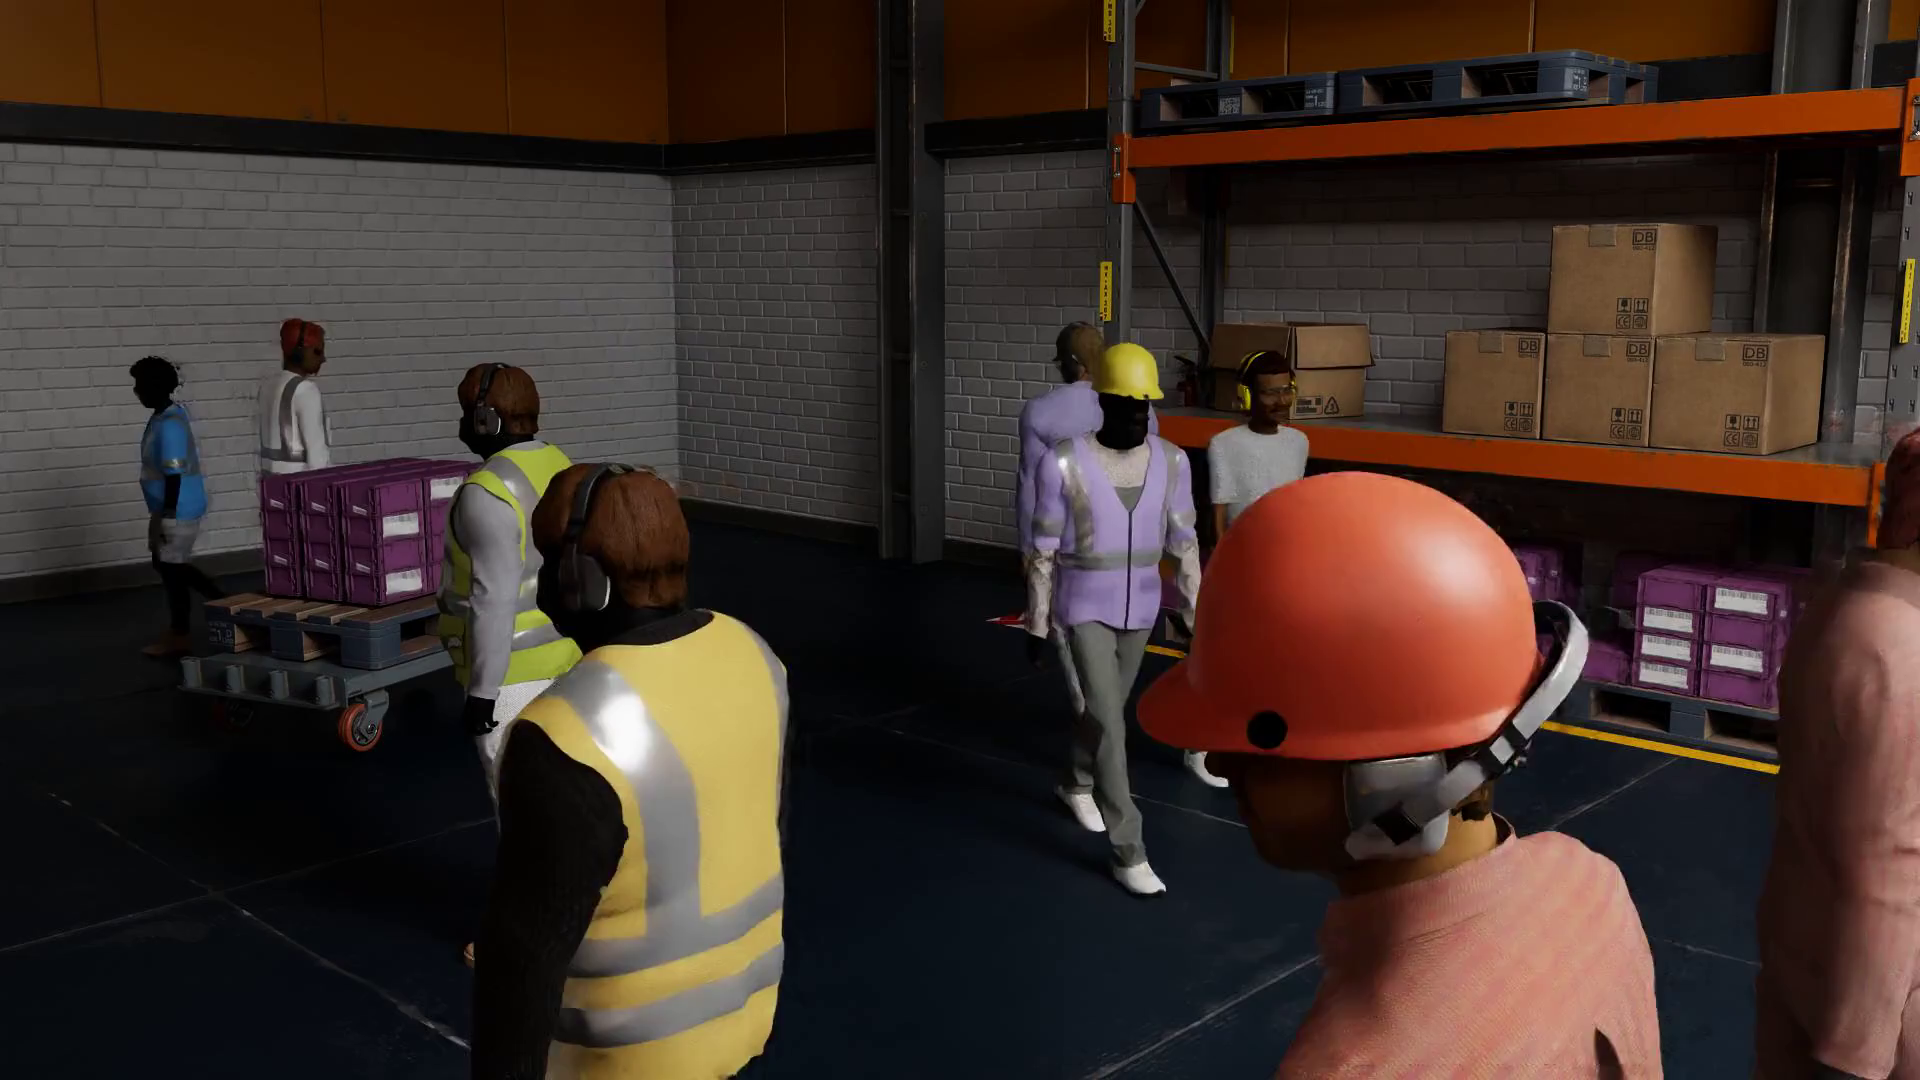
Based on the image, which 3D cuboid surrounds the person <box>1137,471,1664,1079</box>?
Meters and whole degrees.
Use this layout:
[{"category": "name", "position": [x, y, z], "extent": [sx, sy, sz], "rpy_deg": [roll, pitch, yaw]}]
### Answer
[{"category": "person", "position": [0.456, 0.921, 1.383], "extent": [0.600, 1.970, 0.644], "rpy_deg": [7, 12, 38]}]

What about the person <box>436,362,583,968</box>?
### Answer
[{"category": "person", "position": [-1.363, 0.382, 5.080], "extent": [0.429, 1.842, 0.630], "rpy_deg": [1, 9, 9]}]

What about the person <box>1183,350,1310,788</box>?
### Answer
[{"category": "person", "position": [1.181, 0.165, 6.513], "extent": [0.489, 1.814, 1.029], "rpy_deg": [-4, 10, -23]}]

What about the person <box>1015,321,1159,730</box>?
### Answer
[{"category": "person", "position": [0.569, 0.016, 7.168], "extent": [0.637, 1.908, 0.847], "rpy_deg": [-3, 10, -17]}]

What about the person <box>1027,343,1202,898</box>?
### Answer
[{"category": "person", "position": [0.539, 0.230, 5.936], "extent": [0.609, 1.874, 1.019], "rpy_deg": [-4, 10, -23]}]

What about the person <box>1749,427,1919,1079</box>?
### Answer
[{"category": "person", "position": [1.685, 0.740, 2.794], "extent": [0.846, 1.877, 0.648], "rpy_deg": [3, 10, 17]}]

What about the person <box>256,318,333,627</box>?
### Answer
[{"category": "person", "position": [-3.527, -0.224, 8.711], "extent": [0.679, 1.867, 0.590], "rpy_deg": [-9, 13, -43]}]

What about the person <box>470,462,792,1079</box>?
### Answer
[{"category": "person", "position": [-0.597, 0.784, 2.656], "extent": [0.632, 1.824, 0.652], "rpy_deg": [3, 10, 20]}]

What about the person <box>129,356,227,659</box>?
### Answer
[{"category": "person", "position": [-4.206, -0.170, 9.007], "extent": [0.461, 1.652, 0.596], "rpy_deg": [-5, 10, -27]}]
